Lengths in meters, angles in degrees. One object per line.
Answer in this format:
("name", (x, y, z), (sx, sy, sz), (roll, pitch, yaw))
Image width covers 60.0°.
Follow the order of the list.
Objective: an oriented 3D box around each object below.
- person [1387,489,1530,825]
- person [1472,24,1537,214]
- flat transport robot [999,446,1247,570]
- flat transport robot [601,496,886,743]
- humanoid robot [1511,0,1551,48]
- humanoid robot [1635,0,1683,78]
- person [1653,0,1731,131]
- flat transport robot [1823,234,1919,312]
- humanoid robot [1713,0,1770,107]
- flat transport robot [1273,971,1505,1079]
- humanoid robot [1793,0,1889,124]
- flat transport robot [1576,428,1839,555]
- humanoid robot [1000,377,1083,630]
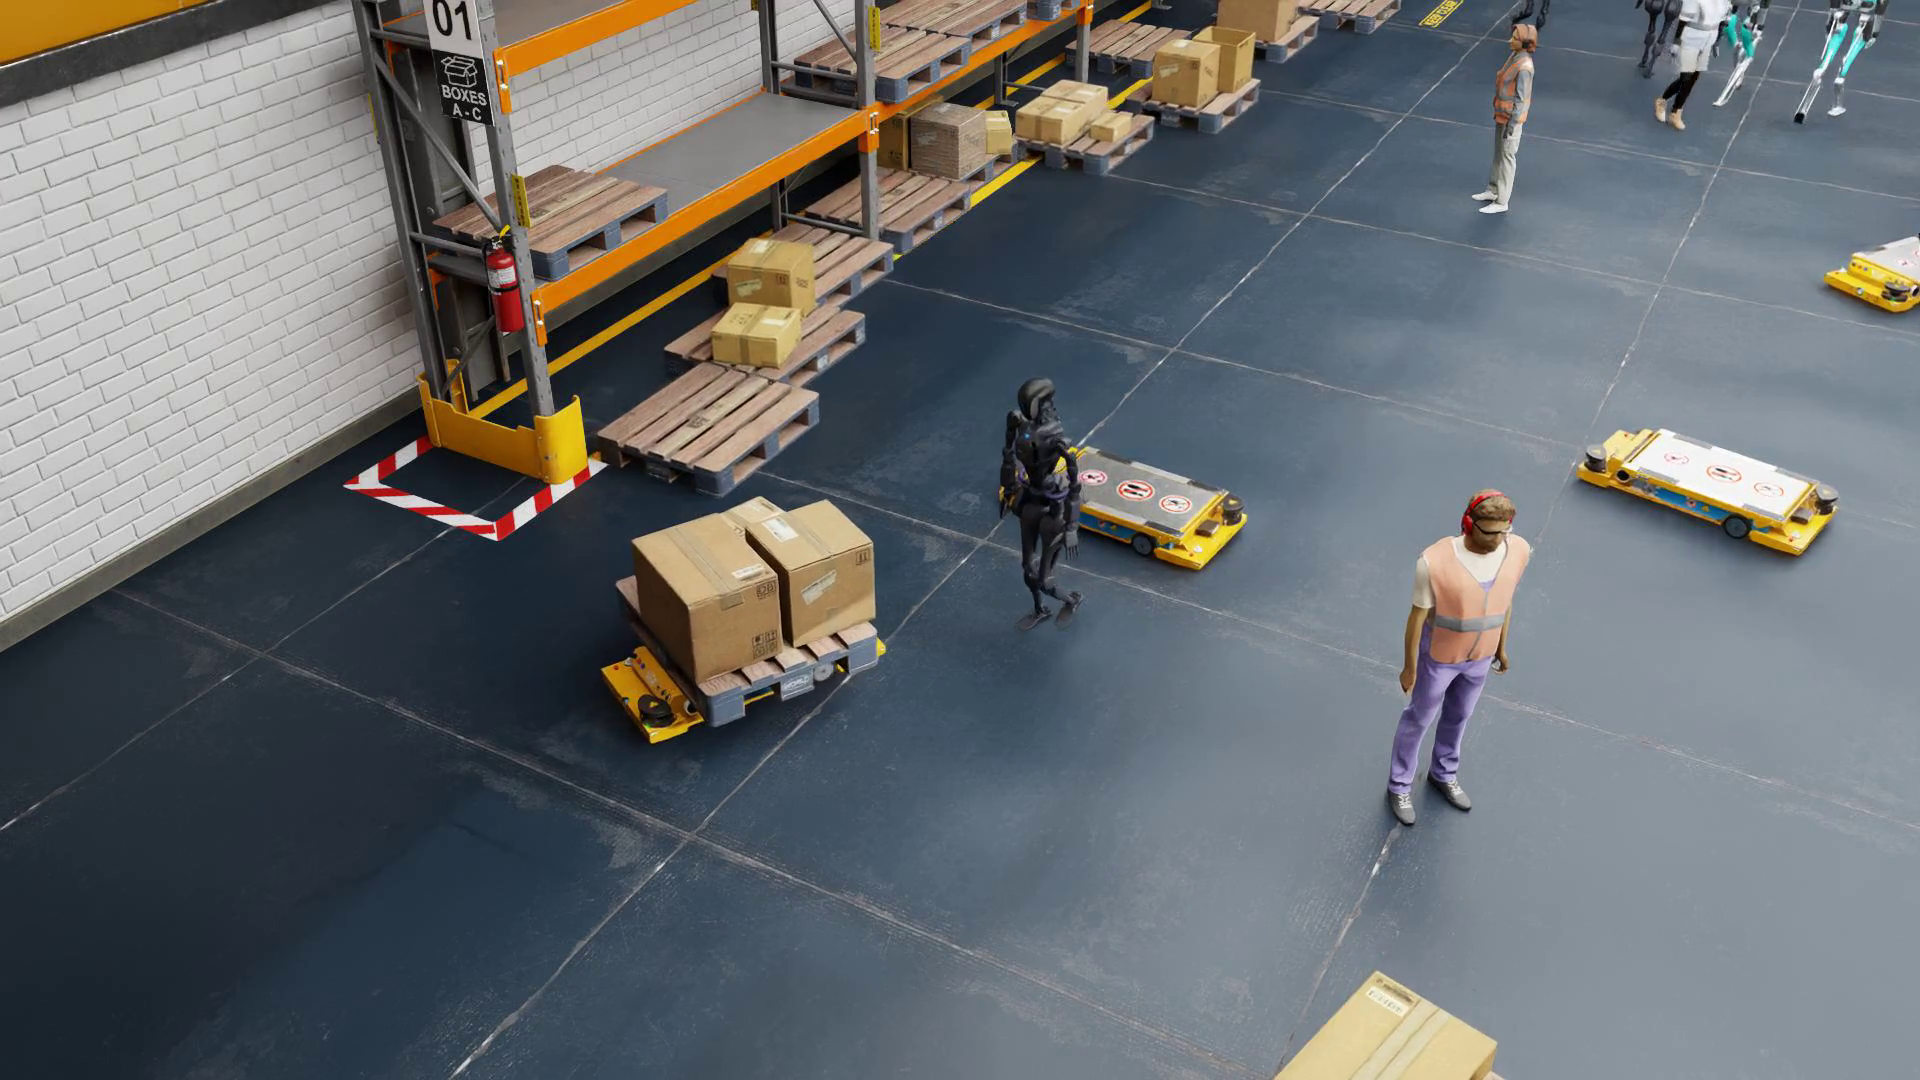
("person", (2.348, 0.534, 7.913), (0.569, 1.840, 0.374), (-10, 35, -15))
("person", (4.762, -3.659, 14.434), (0.307, 1.645, 0.513), (2, 34, 4))
("flat transport robot", (1.025, -0.241, 10.512), (1.431, 0.231, 0.659), (20, 38, 27))
("flat transport robot", (-1.189, 0.638, 9.183), (1.431, 0.231, 0.659), (-20, 38, -27))
("humanoid robot", (6.476, -6.336, 18.464), (0.584, 1.647, 0.451), (-6, 34, -9))
("humanoid robot", (7.498, -5.769, 17.604), (0.603, 1.637, 0.547), (22, 39, 29))
("person", (7.154, -4.808, 16.129), (0.557, 1.681, 0.370), (-11, 35, -15))
("flat transport robot", (7.757, -2.180, 13.447), (1.431, 0.231, 0.659), (-17, 37, -23))
("humanoid robot", (8.003, -5.304, 16.884), (0.558, 1.810, 0.912), (29, 43, 36))
("flat transport robot", (1.728, 2.628, 6.172), (0.659, 0.231, 1.431), (27, 42, 35))
("humanoid robot", (8.640, -4.944, 16.351), (0.872, 1.828, 0.563), (-28, 43, -35))
("flat transport robot", (4.793, -0.356, 10.687), (1.431, 0.231, 0.659), (26, 41, 33))
("humanoid robot", (0.472, -0.203, 9.180), (0.434, 1.632, 0.611), (-27, 42, -35))
